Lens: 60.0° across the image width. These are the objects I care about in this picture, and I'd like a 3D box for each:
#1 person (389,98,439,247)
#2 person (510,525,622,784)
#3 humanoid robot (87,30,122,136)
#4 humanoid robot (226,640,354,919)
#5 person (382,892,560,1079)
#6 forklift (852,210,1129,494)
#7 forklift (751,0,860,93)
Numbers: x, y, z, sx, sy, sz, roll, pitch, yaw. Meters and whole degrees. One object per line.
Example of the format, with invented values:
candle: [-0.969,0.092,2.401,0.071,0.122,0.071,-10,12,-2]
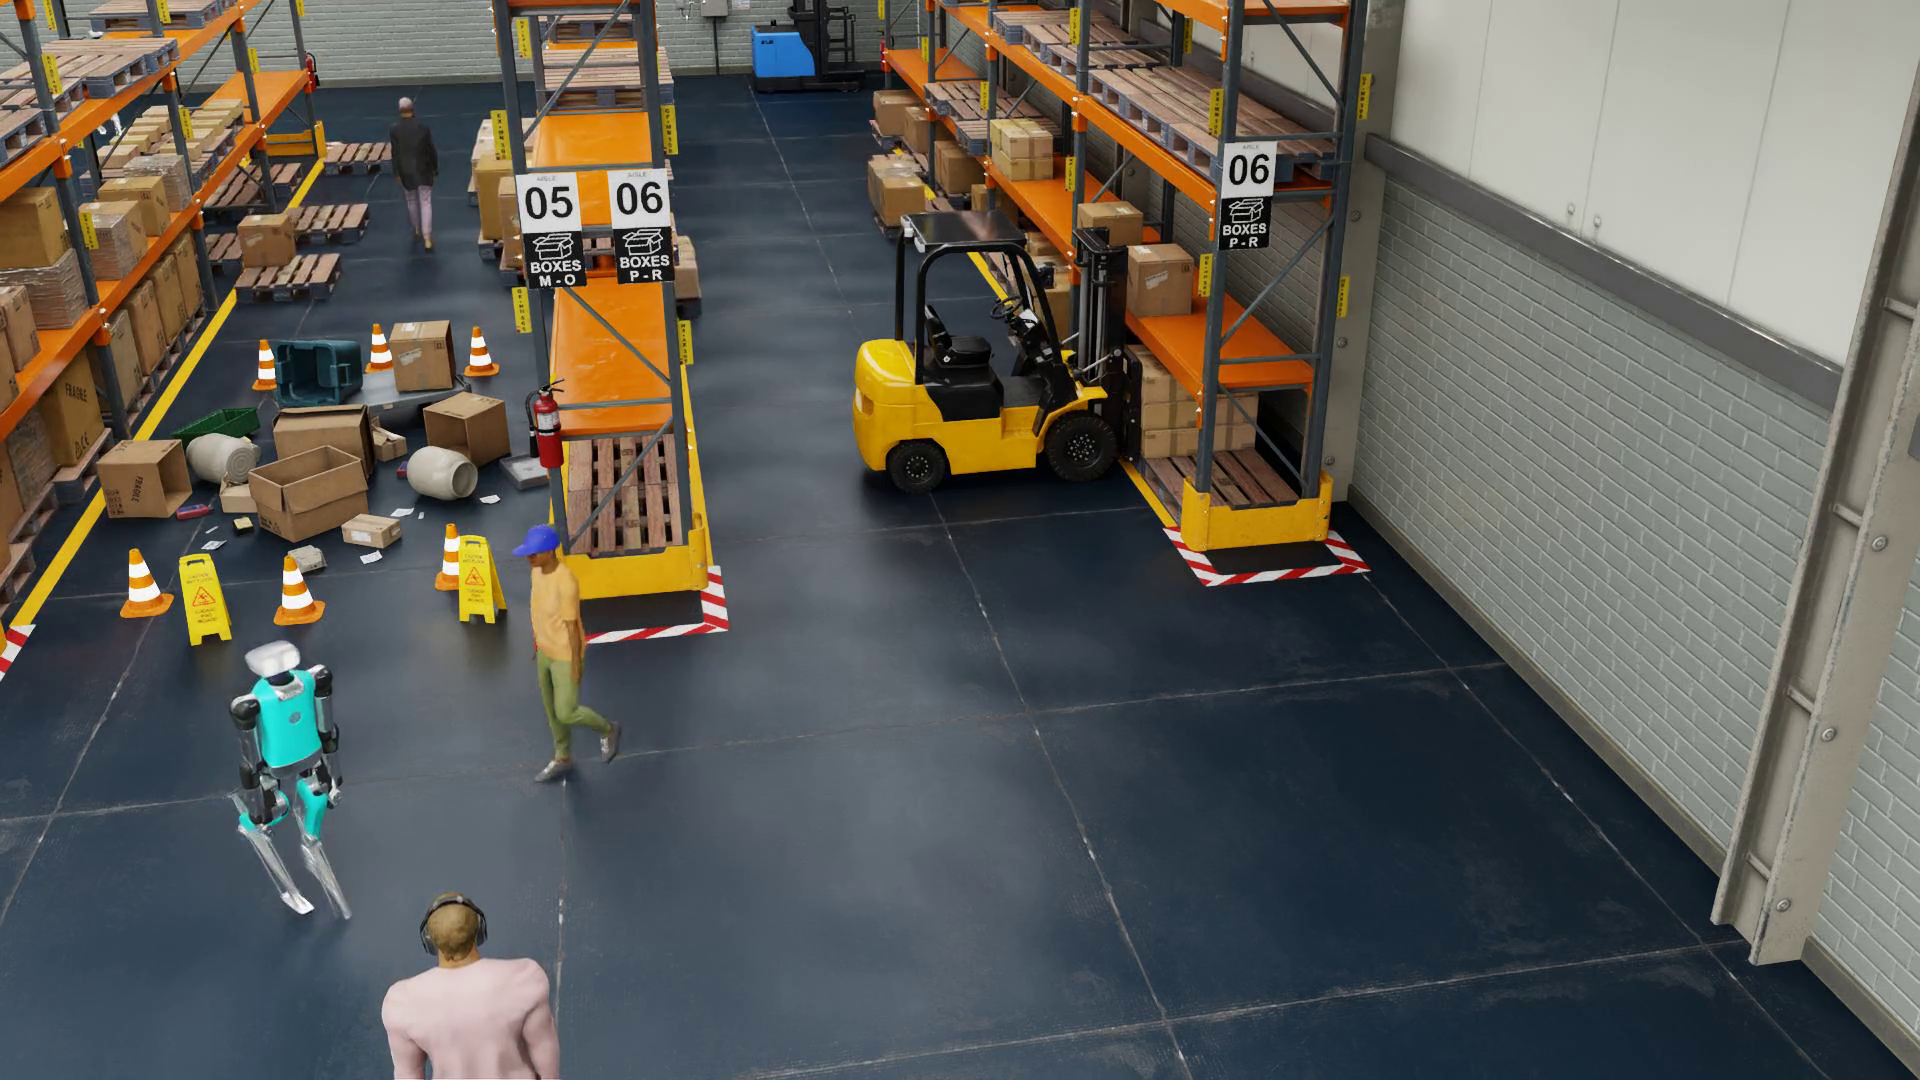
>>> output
person: [-6.910,-4.713,21.170,0.539,1.808,0.972,-4,26,-9]
person: [-2.399,0.680,10.039,0.479,1.703,0.477,-23,34,-40]
humanoid robot: [-13.859,-7.365,26.794,0.975,1.760,0.545,23,34,39]
humanoid robot: [-3.610,1.298,8.786,0.749,1.821,0.537,19,32,35]
person: [-1.890,2.216,6.604,0.627,1.935,0.379,-6,26,-11]
forklift: [0.216,-1.659,14.366,2.313,2.155,1.214,-5,26,-10]
forklift: [-2.872,-9.679,30.288,1.873,2.768,1.129,-5,26,-10]
